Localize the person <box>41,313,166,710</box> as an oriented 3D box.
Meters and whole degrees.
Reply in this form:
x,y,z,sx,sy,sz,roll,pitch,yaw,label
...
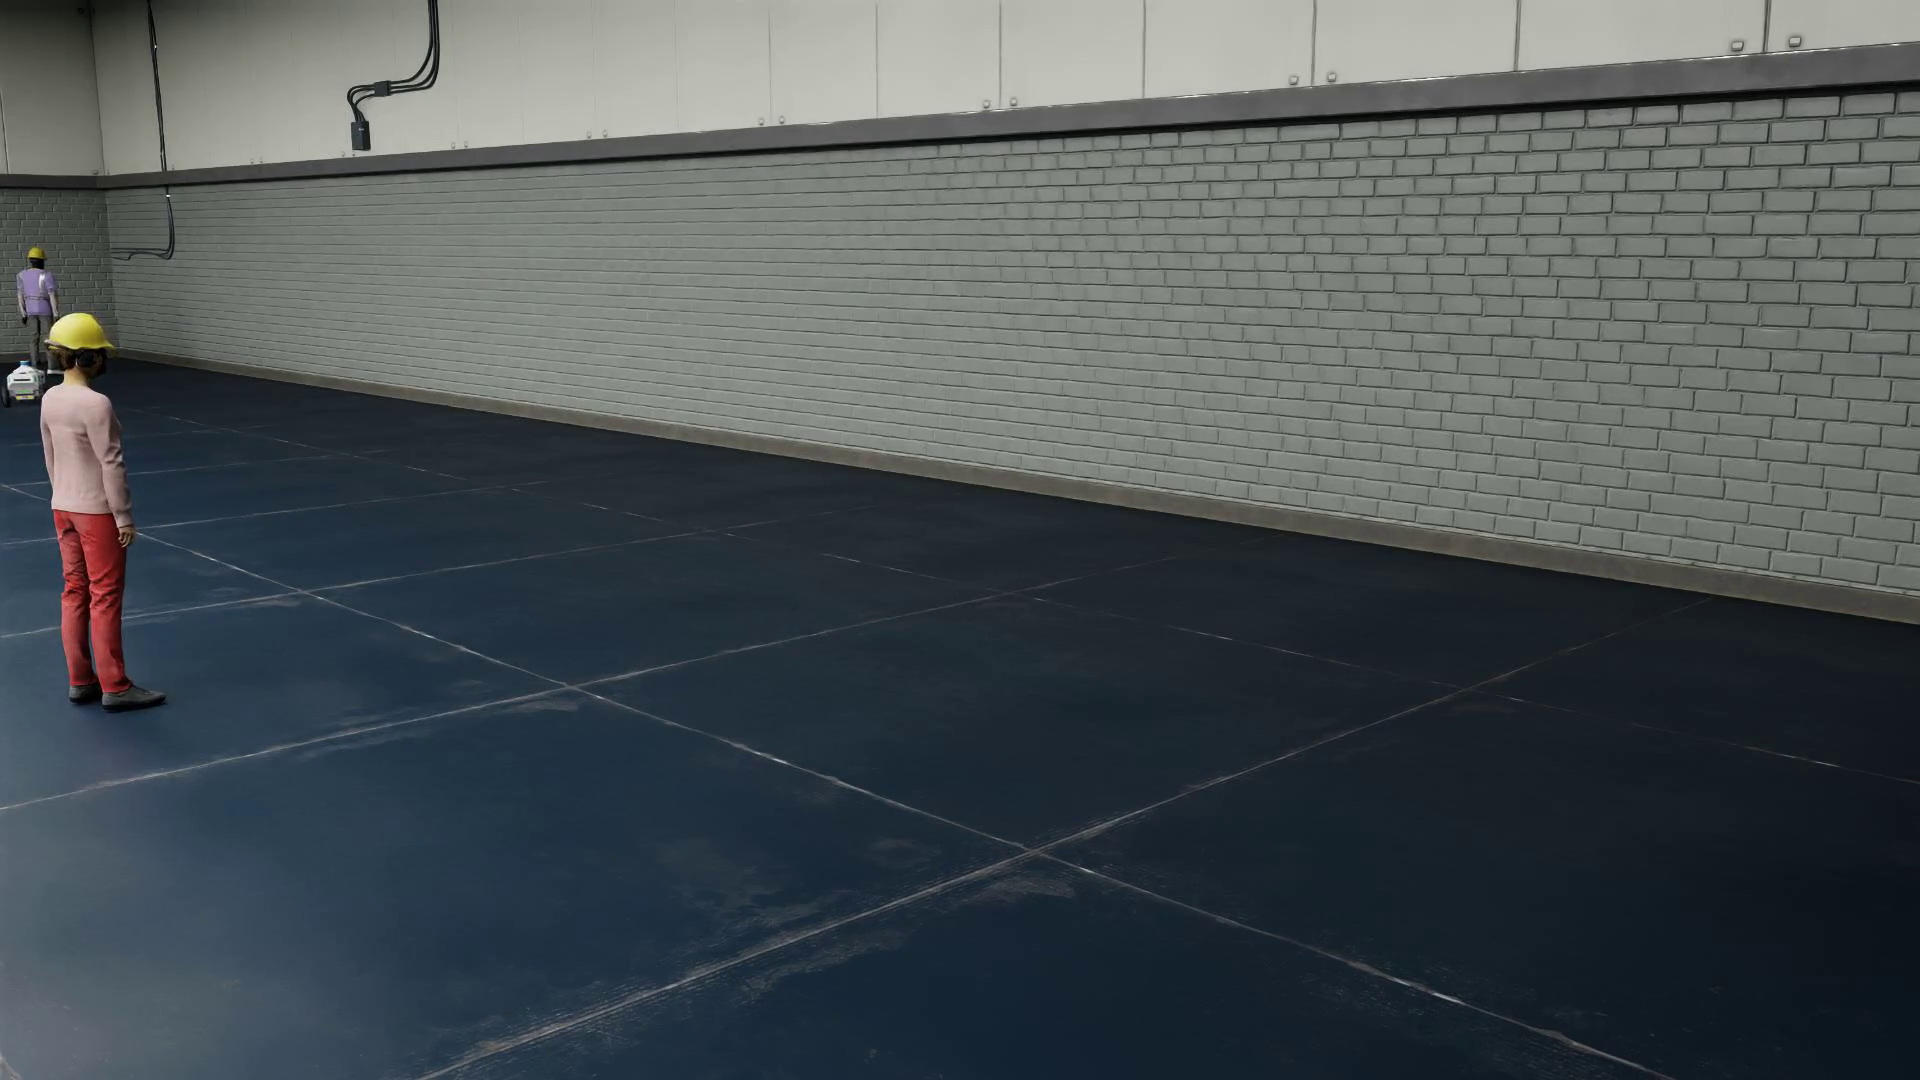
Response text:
x,y,z,sx,sy,sz,roll,pitch,yaw,label
-3.878,-0.124,7.452,0.525,1.770,0.306,7,12,32,person

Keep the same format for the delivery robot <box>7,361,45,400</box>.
x,y,z,sx,sy,sz,roll,pitch,yaw,label
-11.717,-2.004,20.871,0.477,0.478,0.707,-4,11,-21,delivery robot

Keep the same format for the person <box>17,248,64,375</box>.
x,y,z,sx,sy,sz,roll,pitch,yaw,label
-13.945,-3.452,25.197,0.658,1.921,0.393,1,10,5,person
